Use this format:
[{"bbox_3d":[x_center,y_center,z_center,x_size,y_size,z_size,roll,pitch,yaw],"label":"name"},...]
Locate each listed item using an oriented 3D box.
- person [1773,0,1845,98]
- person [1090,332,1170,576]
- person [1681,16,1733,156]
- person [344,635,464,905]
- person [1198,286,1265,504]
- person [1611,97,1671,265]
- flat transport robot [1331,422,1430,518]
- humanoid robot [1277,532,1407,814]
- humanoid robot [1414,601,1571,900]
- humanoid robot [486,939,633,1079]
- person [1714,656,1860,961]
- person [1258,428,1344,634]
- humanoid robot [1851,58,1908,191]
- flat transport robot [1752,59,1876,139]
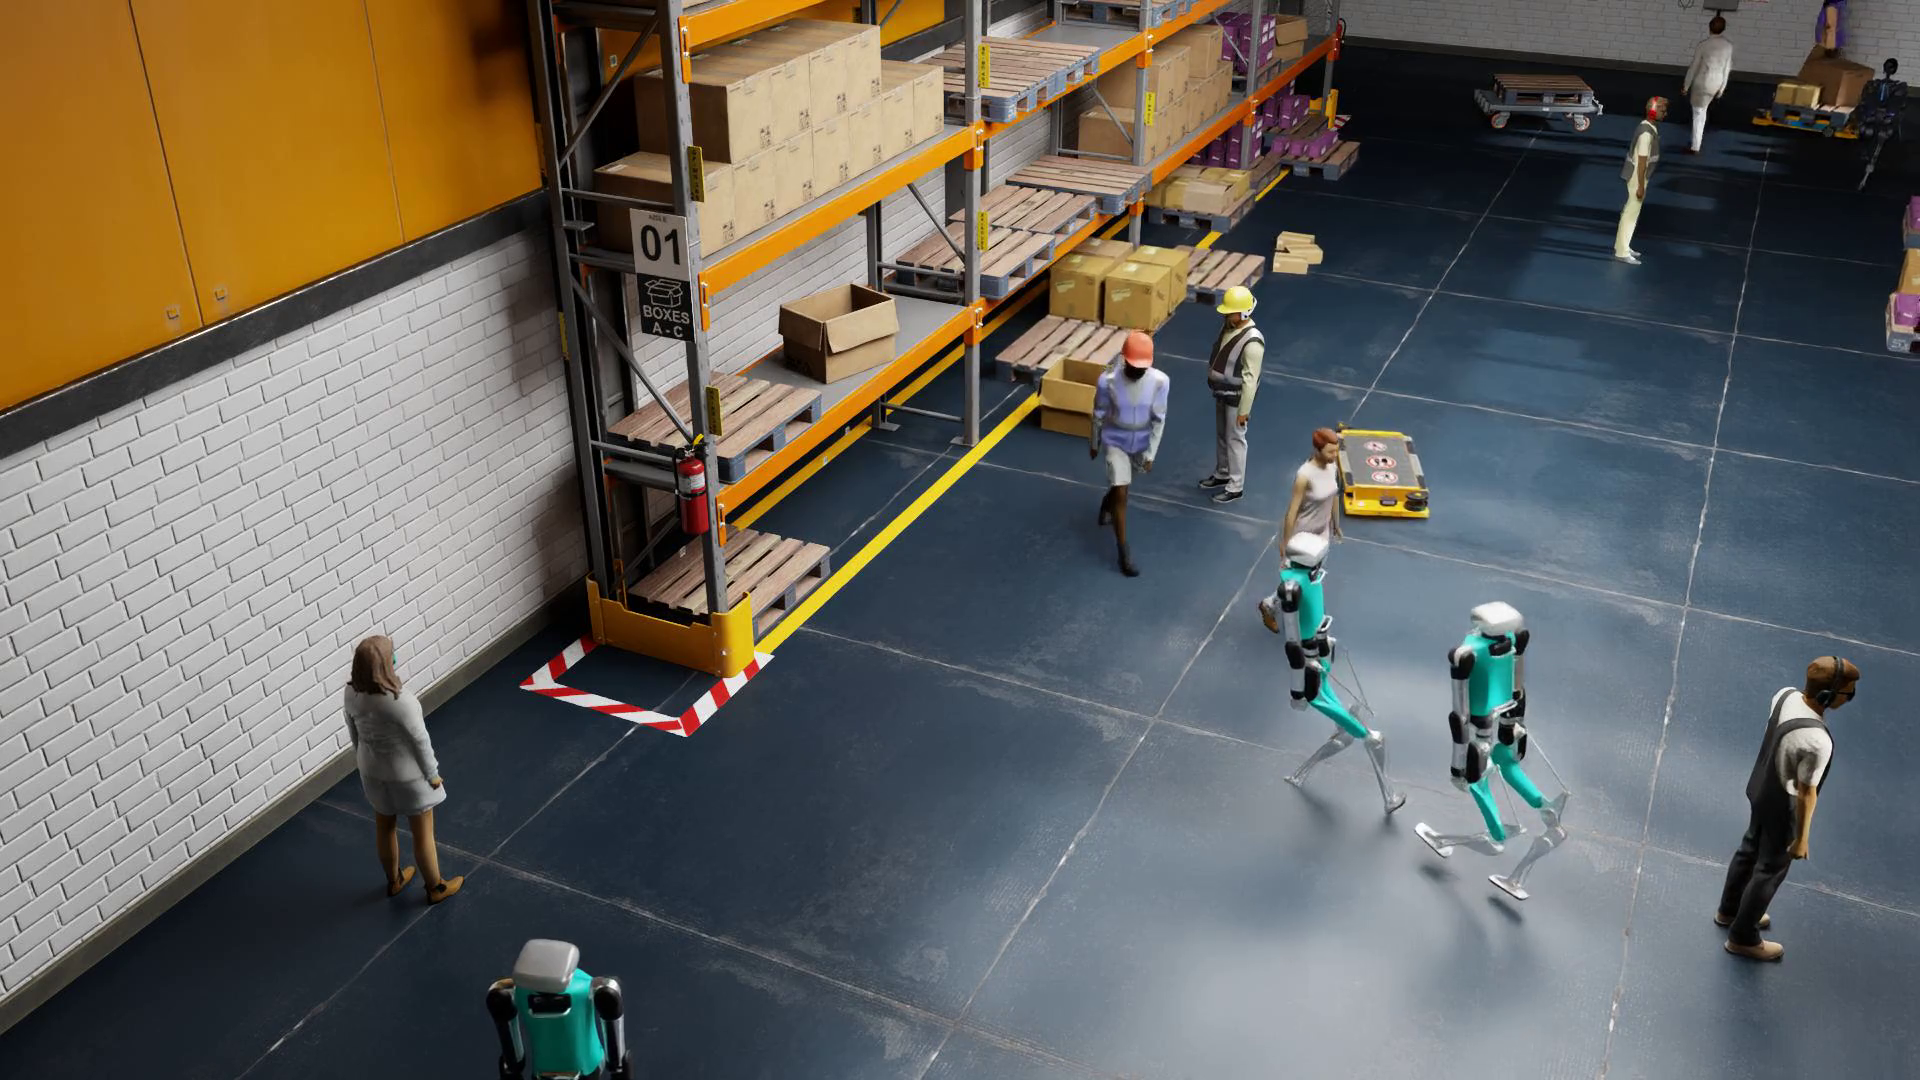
[{"bbox_3d":[12.889,-7.405,24.780,0.986,1.870,0.553,15,32,26],"label":"person"},{"bbox_3d":[1.237,-0.782,12.528,0.525,1.854,1.086,-5,29,-9],"label":"person"},{"bbox_3d":[10.044,-6.173,22.544,0.520,1.811,0.673,-4,29,-7],"label":"person"},{"bbox_3d":[-3.024,1.236,8.970,0.484,1.659,0.338,9,30,16],"label":"person"},{"bbox_3d":[2.175,-1.165,13.260,0.403,1.821,0.597,-6,29,-11],"label":"person"},{"bbox_3d":[7.551,-4.003,18.497,0.392,1.843,0.569,10,30,18],"label":"person"},{"bbox_3d":[3.467,-0.587,13.817,0.659,0.231,1.431,3,28,5],"label":"flat transport robot"},{"bbox_3d":[2.297,0.831,9.670,1.009,1.763,0.558,13,31,23],"label":"humanoid robot"},{"bbox_3d":[2.942,1.208,8.924,0.534,1.724,0.970,-17,33,-29],"label":"humanoid robot"},{"bbox_3d":[-1.578,2.439,6.607,0.539,1.747,0.691,0,28,0],"label":"humanoid robot"},{"bbox_3d":[4.234,1.376,8.535,0.367,1.834,0.513,1,28,2],"label":"person"},{"bbox_3d":[2.377,-0.026,11.322,0.400,1.643,0.474,24,37,37],"label":"person"},{"bbox_3d":[11.650,-5.277,21.080,0.600,1.620,0.796,21,35,33],"label":"humanoid robot"},{"bbox_3d":[12.233,-6.008,23.869,1.431,0.231,0.659,22,35,35],"label":"flat transport robot"}]
